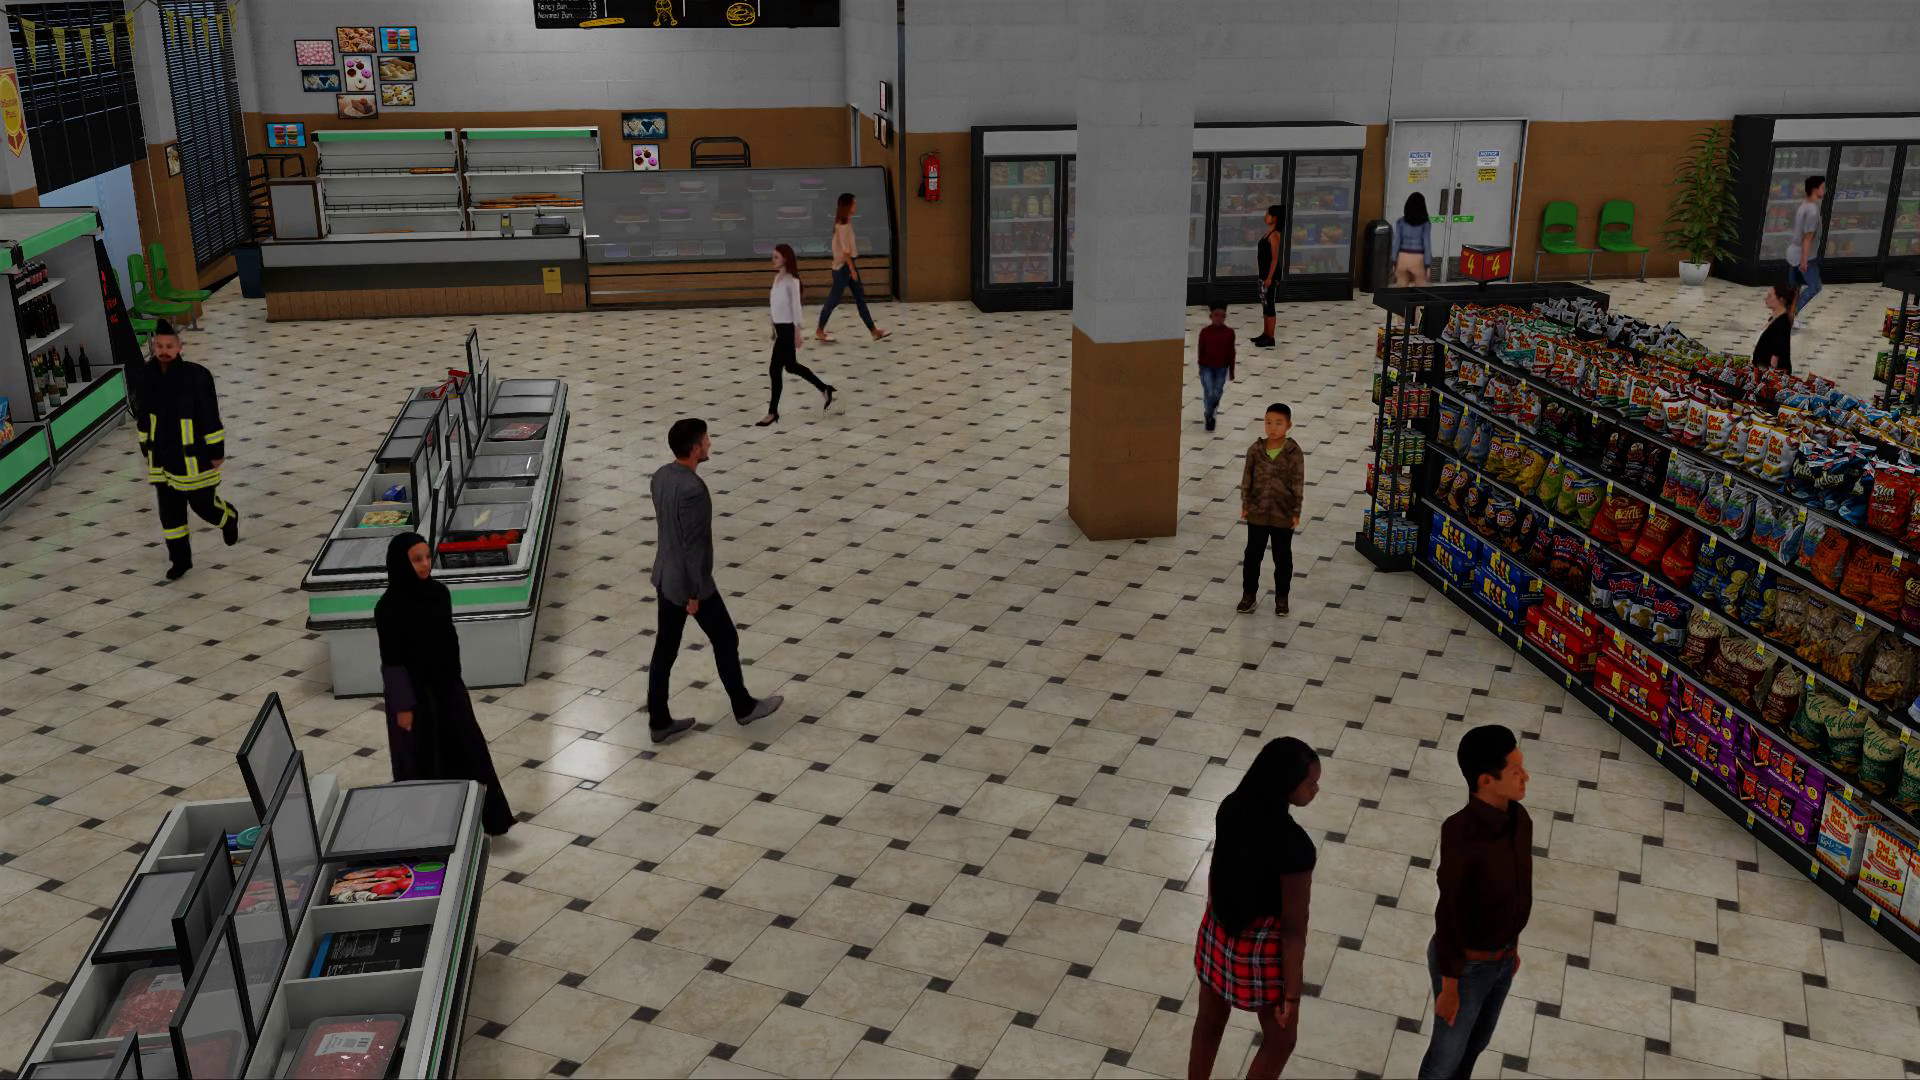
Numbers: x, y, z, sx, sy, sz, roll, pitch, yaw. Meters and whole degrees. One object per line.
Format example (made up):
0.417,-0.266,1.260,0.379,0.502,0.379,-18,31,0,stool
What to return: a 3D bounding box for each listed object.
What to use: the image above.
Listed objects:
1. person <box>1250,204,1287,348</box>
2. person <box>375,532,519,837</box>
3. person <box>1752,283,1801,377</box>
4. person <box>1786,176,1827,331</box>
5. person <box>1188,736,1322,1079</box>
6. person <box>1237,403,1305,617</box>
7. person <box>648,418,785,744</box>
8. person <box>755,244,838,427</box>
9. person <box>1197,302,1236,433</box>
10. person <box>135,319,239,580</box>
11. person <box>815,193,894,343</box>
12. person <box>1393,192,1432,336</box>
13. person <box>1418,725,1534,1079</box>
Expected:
3.637,-3.114,19.525,0.663,1.660,0.488,-1,19,-2,person
-2.701,0.718,8.244,1.031,1.606,0.957,14,23,35,person
7.053,-1.365,14.316,0.861,1.673,0.794,8,20,22,person
10.175,-3.469,20.238,0.854,1.877,0.734,5,19,13,person
1.009,1.487,5.815,0.863,1.701,0.917,14,23,36,person
2.109,-0.214,11.245,0.675,1.455,0.698,5,19,16,person
-1.589,0.264,9.229,1.068,1.838,1.089,-16,25,-40,person
-1.594,-1.961,15.994,0.866,1.732,1.104,-9,21,-25,person
2.424,-1.677,15.959,0.637,1.216,0.926,1,19,3,person
-5.595,-0.686,12.036,0.867,1.844,1.033,1,19,2,person
-1.439,-3.121,19.435,0.954,1.731,1.181,3,19,10,person
5.289,-3.184,19.579,0.913,1.757,1.004,9,21,25,person
1.775,1.455,5.783,0.723,1.782,0.724,-17,25,-41,person
